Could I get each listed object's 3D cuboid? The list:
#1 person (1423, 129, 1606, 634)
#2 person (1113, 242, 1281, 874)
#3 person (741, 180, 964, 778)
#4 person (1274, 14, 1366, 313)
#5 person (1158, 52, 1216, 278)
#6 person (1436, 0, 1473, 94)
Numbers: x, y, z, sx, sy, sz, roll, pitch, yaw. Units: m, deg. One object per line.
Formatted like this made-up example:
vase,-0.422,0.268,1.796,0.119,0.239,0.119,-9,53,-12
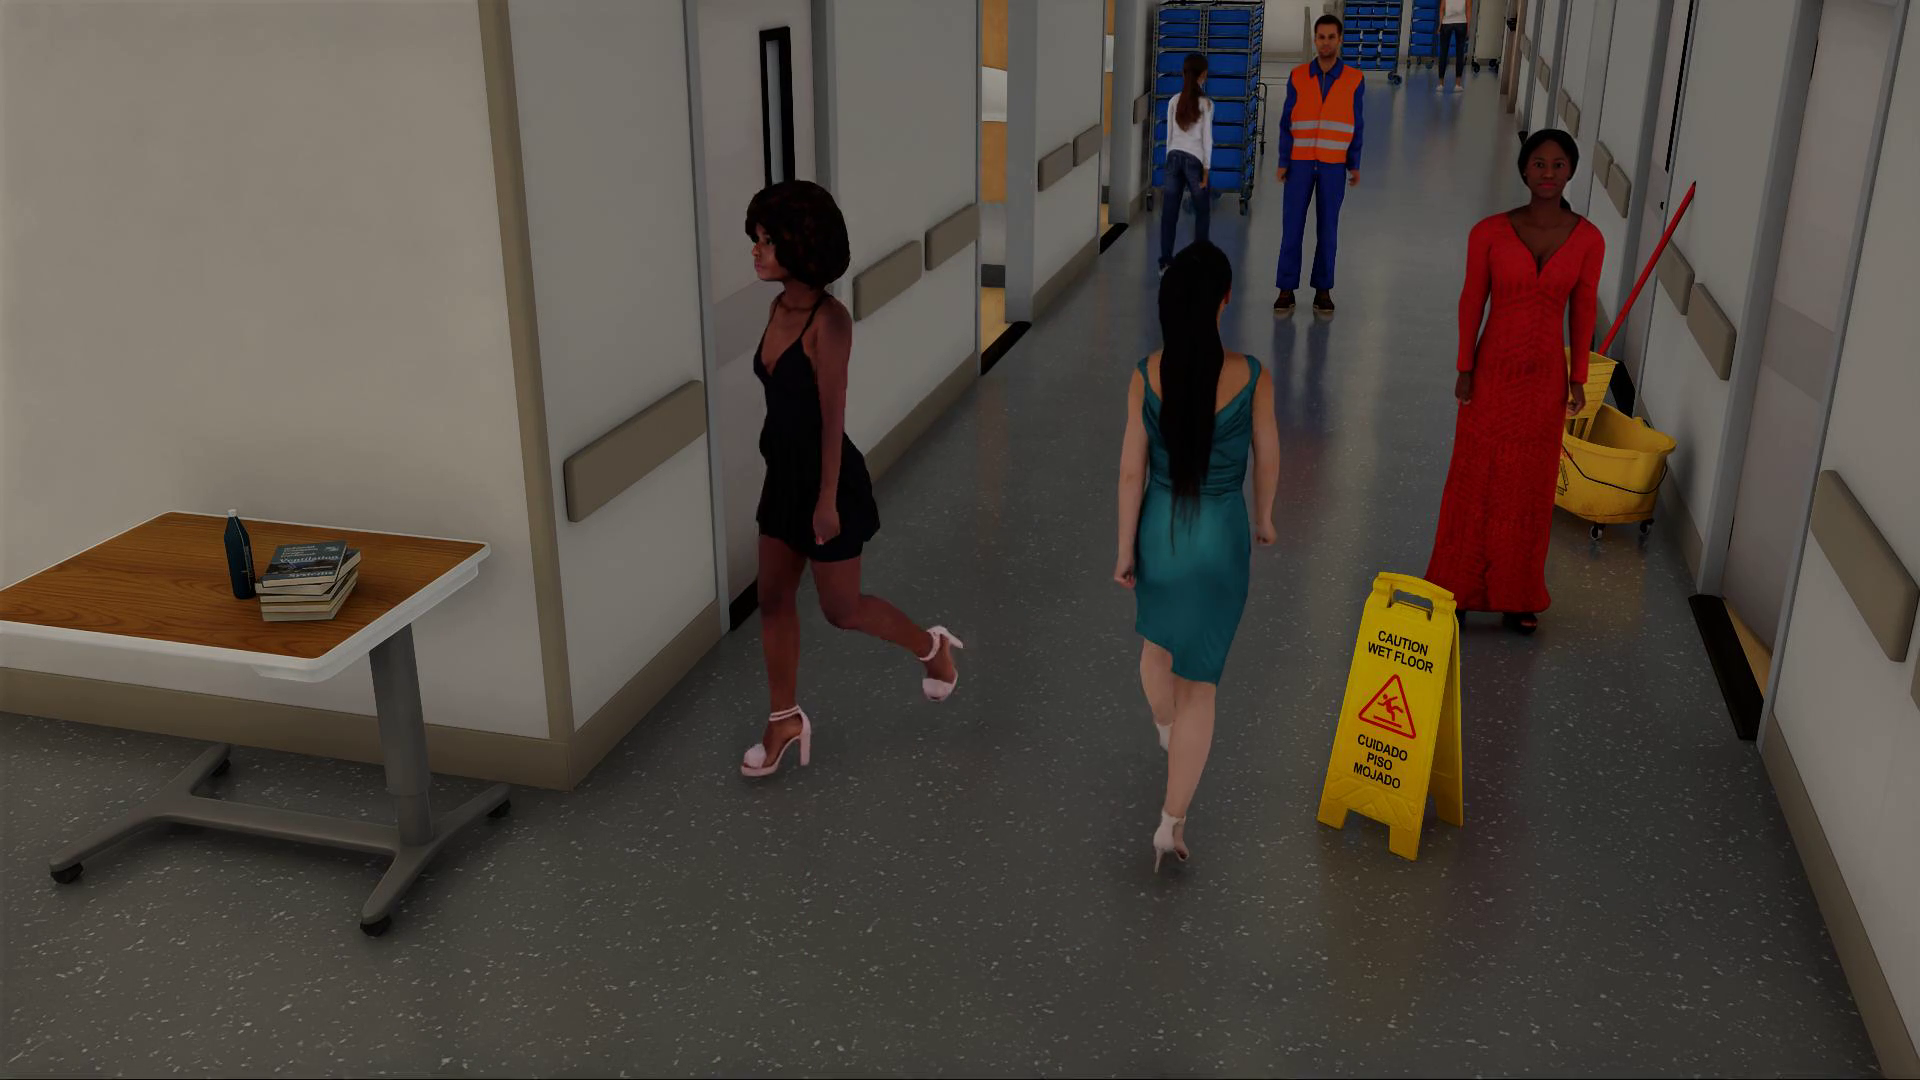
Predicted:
person,1.962,-0.535,5.850,0.632,1.783,0.601,4,21,10
person,0.596,0.093,4.388,0.568,1.644,1.000,6,22,16
person,-0.348,-0.143,4.837,1.032,1.768,0.907,-15,25,-34
person,2.290,-2.398,10.658,0.699,1.863,0.620,4,21,10
person,1.553,-2.567,11.610,0.660,1.505,1.104,8,22,21
person,7.083,-7.359,23.834,0.617,1.808,0.523,7,22,19
